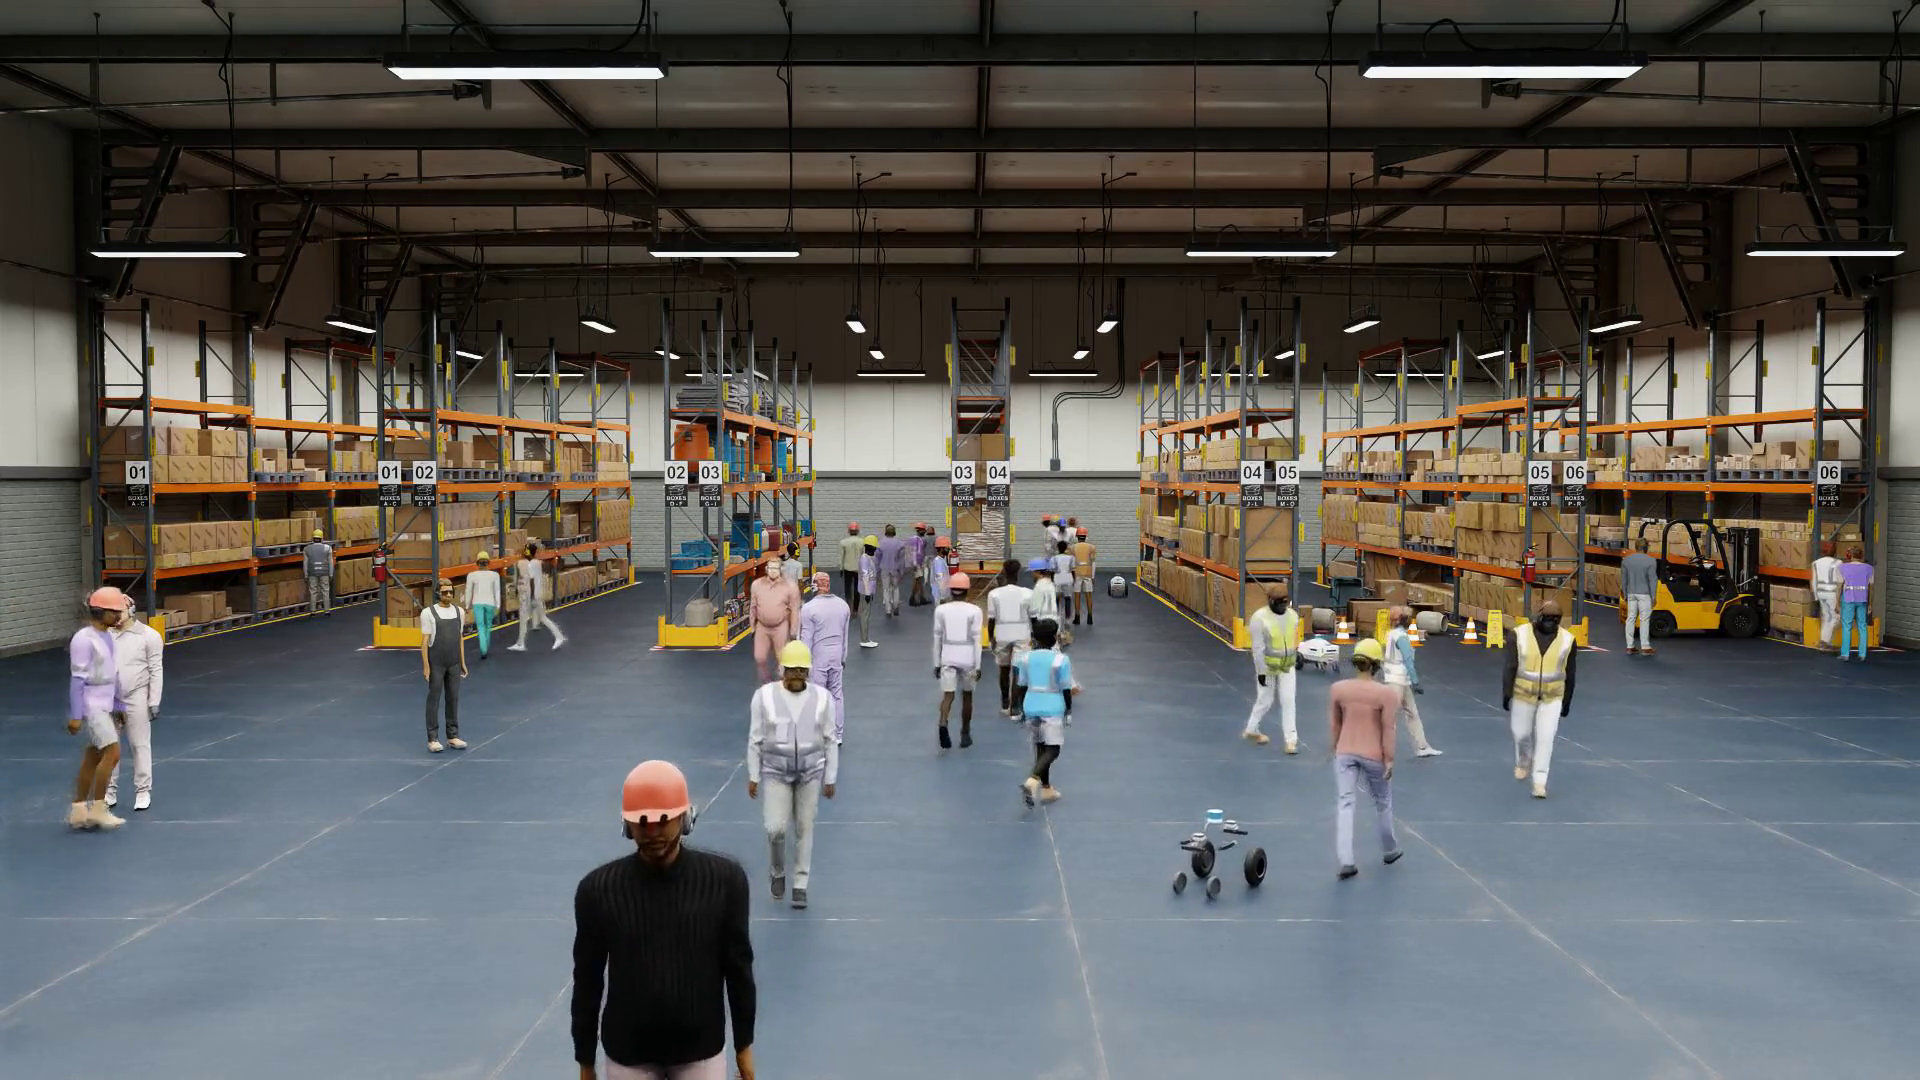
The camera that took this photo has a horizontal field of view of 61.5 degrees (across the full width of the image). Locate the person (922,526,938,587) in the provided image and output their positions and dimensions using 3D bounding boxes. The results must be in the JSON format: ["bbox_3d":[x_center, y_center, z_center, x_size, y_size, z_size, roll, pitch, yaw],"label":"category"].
[{"bbox_3d":[-0.773,0.434,42.820,0.510,1.616,0.549,0,2,0],"label":"person"}]

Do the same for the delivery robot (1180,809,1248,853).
[{"bbox_3d":[1.821,2.043,11.520,0.335,0.223,0.698,2,3,35],"label":"delivery robot"}]

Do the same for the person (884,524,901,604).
[{"bbox_3d":[-1.607,0.555,37.033,0.410,1.835,0.567,-1,3,-28],"label":"person"}]

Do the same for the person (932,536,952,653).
[{"bbox_3d":[-0.294,0.907,26.776,0.351,1.942,0.545,0,2,-3],"label":"person"}]

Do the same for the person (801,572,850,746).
[{"bbox_3d":[-1.496,1.296,17.480,0.410,1.905,0.640,2,3,45],"label":"person"}]

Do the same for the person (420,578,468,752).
[{"bbox_3d":[-5.530,1.330,17.326,0.338,1.845,0.514,2,3,40],"label":"person"}]

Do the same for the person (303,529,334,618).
[{"bbox_3d":[-13.268,0.698,33.404,0.588,1.833,0.404,-1,2,-20],"label":"person"}]

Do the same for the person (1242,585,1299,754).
[{"bbox_3d":[3.348,1.361,17.331,0.642,1.795,0.792,-1,2,-18],"label":"person"}]

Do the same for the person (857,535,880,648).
[{"bbox_3d":[-1.570,0.879,27.772,0.379,1.919,0.586,0,2,0],"label":"person"}]

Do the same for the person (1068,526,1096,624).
[{"bbox_3d":[2.414,0.700,32.046,0.546,1.939,0.375,0,2,-5],"label":"person"}]

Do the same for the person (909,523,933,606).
[{"bbox_3d":[-0.853,0.557,36.529,0.678,1.873,0.624,1,2,16],"label":"person"}]

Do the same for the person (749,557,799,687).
[{"bbox_3d":[-2.429,1.163,20.975,0.675,1.885,0.567,0,2,6],"label":"person"}]

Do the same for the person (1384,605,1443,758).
[{"bbox_3d":[4.579,1.476,16.704,0.800,1.598,0.517,0,2,10],"label":"person"}]

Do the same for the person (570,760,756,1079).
[{"bbox_3d":[-1.024,1.729,5.572,0.637,1.979,0.520,0,2,-9],"label":"person"}]

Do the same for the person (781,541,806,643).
[{"bbox_3d":[-2.698,0.959,26.322,0.515,1.876,0.328,2,3,41],"label":"person"}]

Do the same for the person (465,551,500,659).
[{"bbox_3d":[-7.688,1.042,26.038,0.532,1.728,0.883,-1,3,-27],"label":"person"}]

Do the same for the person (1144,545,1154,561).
[{"bbox_3d":[5.644,0.079,47.992,0.390,1.913,0.587,-1,2,-13],"label":"person"}]

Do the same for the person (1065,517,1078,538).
[{"bbox_3d":[2.918,0.325,42.602,0.587,1.868,0.786,1,2,14],"label":"person"}]

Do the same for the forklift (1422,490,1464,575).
[{"bbox_3d":[13.926,-0.371,47.846,1.873,2.768,1.129,0,2,0],"label":"forklift"}]

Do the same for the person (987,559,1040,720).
[{"bbox_3d":[0.664,1.196,19.735,0.613,1.925,0.862,1,2,13],"label":"person"}]

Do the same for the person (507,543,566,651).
[{"bbox_3d":[-7.130,0.953,27.242,0.965,1.822,0.548,0,2,9],"label":"person"}]

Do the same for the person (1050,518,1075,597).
[{"bbox_3d":[2.499,0.410,39.536,0.609,1.928,0.816,-1,2,-15],"label":"person"}]

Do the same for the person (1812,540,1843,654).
[{"bbox_3d":[14.451,0.938,26.849,0.512,1.879,0.596,-1,2,-18],"label":"person"}]

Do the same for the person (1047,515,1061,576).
[{"bbox_3d":[2.773,0.195,46.145,0.413,1.822,0.614,1,2,24],"label":"person"}]

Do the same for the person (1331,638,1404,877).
[{"bbox_3d":[3.035,1.599,12.040,0.528,1.733,0.846,1,3,32],"label":"person"}]

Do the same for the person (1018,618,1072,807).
[{"bbox_3d":[0.716,1.532,14.328,0.533,1.677,0.710,2,3,35],"label":"person"}]

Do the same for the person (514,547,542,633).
[{"bbox_3d":[-8.081,0.927,30.280,0.551,1.614,0.683,0,2,3],"label":"person"}]

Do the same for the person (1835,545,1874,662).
[{"bbox_3d":[14.176,1.008,25.572,0.564,1.840,0.376,0,2,6],"label":"person"}]

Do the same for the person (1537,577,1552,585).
[{"bbox_3d":[13.171,0.626,36.452,0.320,1.737,0.483,-1,3,-25],"label":"person"}]

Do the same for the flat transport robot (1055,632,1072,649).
[{"bbox_3d":[1.485,1.713,27.748,0.652,0.197,1.431,1,2,14],"label":"flat transport robot"}]

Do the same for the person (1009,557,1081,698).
[{"bbox_3d":[1.128,1.159,21.136,1.022,1.896,0.607,1,2,13],"label":"person"}]

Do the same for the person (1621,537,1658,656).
[{"bbox_3d":[11.173,0.918,26.549,0.374,1.939,0.629,-1,3,-32],"label":"person"}]

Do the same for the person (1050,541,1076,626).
[{"bbox_3d":[2.021,0.845,31.807,0.549,1.651,0.850,0,2,-7],"label":"person"}]

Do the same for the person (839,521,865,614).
[{"bbox_3d":[-2.246,0.591,34.192,0.611,1.983,0.558,0,2,-5],"label":"person"}]

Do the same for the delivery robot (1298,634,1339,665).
[{"bbox_3d":[5.392,1.663,24.320,0.477,0.478,0.707,-1,2,-22],"label":"delivery robot"}]

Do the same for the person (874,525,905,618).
[{"bbox_3d":[-1.468,0.656,33.572,0.644,1.909,0.809,0,2,-6],"label":"person"}]

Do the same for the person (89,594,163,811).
[{"bbox_3d":[-7.384,1.423,14.224,0.651,1.907,0.409,0,2,-7],"label":"person"}]

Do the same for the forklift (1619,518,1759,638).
[{"bbox_3d":[13.417,0.684,29.791,2.313,2.155,1.214,0,2,0],"label":"forklift"}]

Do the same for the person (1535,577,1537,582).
[{"bbox_3d":[11.270,0.660,32.467,0.629,1.987,1.073,0,2,2],"label":"person"}]

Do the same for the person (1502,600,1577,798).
[{"bbox_3d":[5.377,1.446,15.008,0.667,1.803,0.767,1,2,17],"label":"person"}]

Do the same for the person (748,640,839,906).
[{"bbox_3d":[-1.133,1.591,11.041,0.620,1.818,0.424,-1,2,-13],"label":"person"}]

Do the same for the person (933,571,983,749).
[{"bbox_3d":[-0.036,1.295,17.351,0.543,1.918,0.807,1,2,13],"label":"person"}]

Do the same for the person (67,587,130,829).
[{"bbox_3d":[-7.121,1.400,13.455,0.673,2.010,0.635,0,2,-8],"label":"person"}]

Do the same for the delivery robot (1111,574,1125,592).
[{"bbox_3d":[3.852,1.064,39.398,0.477,0.478,0.707,0,2,5],"label":"delivery robot"}]

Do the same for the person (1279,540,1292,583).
[{"bbox_3d":[8.175,0.362,40.572,0.617,1.935,1.045,1,2,23],"label":"person"}]

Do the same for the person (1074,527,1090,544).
[{"bbox_3d":[3.089,0.480,41.322,0.500,1.636,0.284,0,2,7],"label":"person"}]

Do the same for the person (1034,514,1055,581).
[{"bbox_3d":[2.463,0.236,44.522,0.955,1.875,0.555,0,2,10],"label":"person"}]
